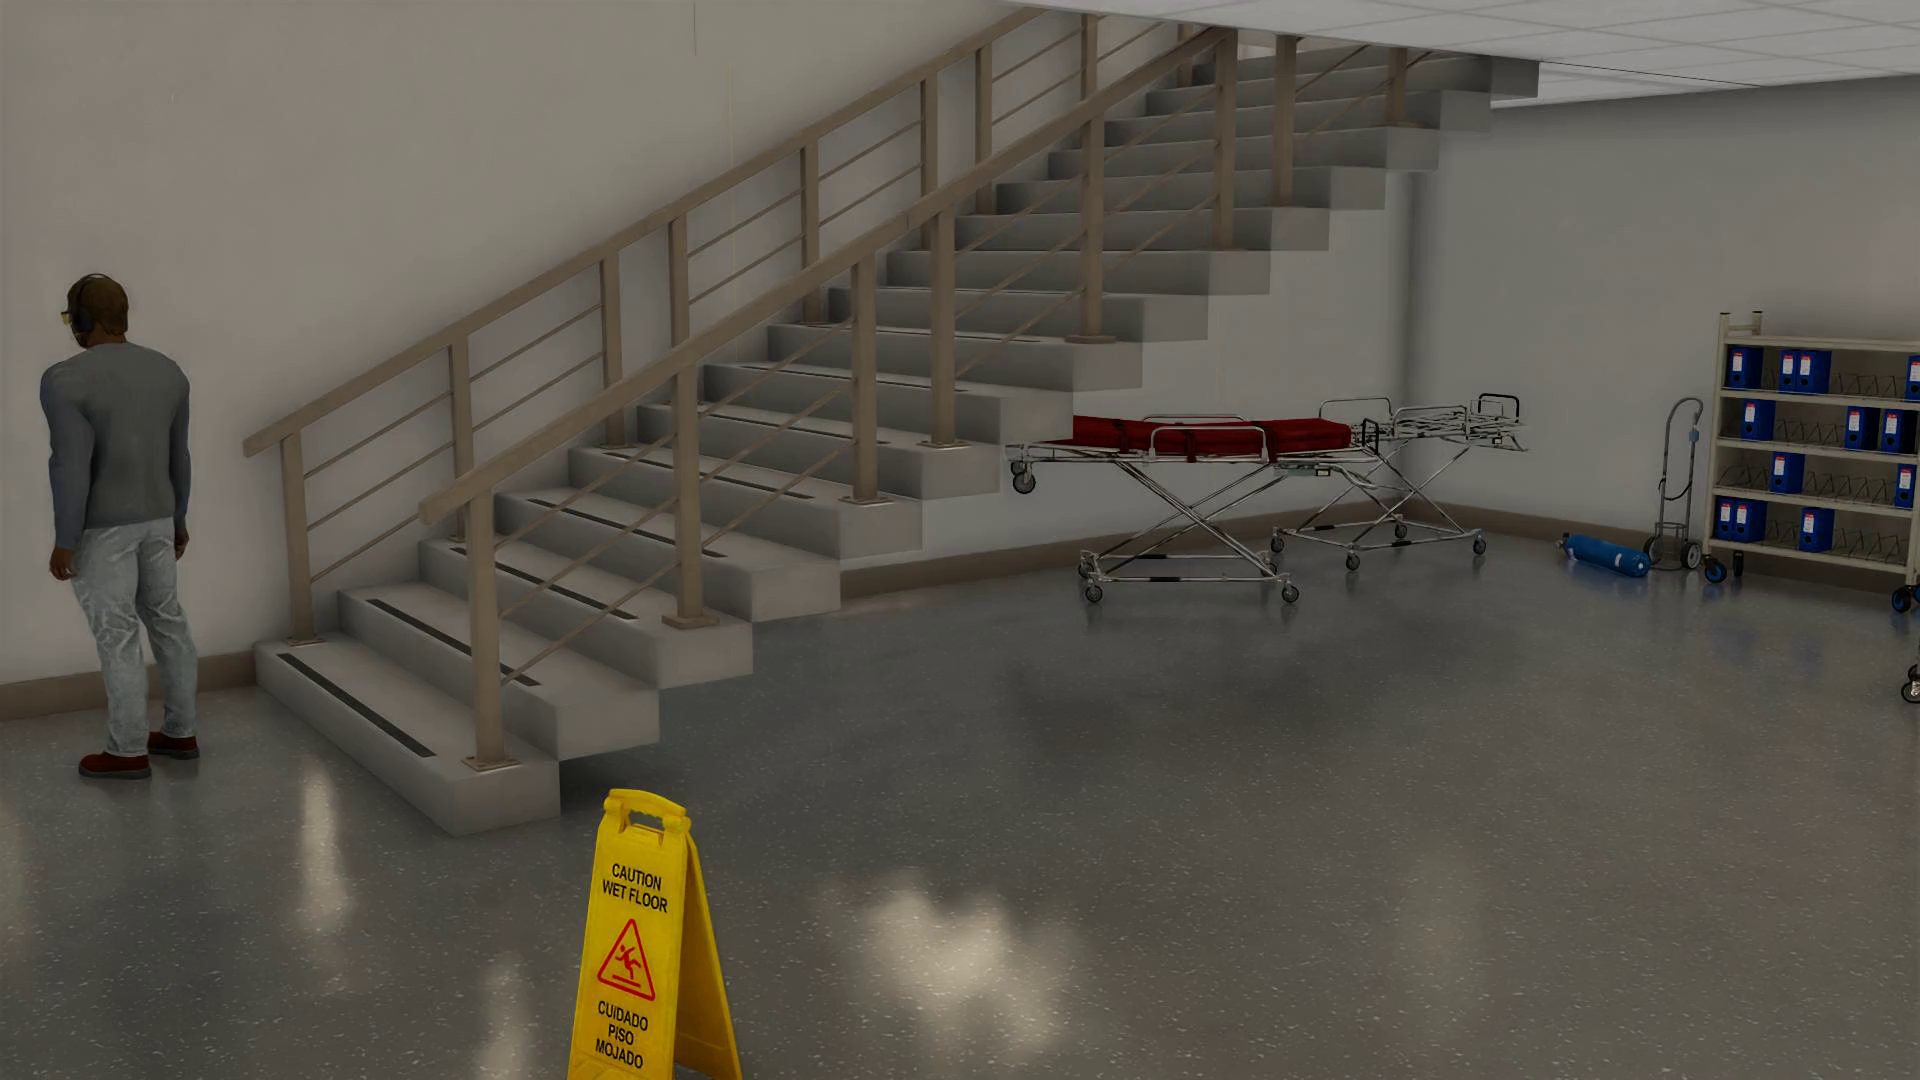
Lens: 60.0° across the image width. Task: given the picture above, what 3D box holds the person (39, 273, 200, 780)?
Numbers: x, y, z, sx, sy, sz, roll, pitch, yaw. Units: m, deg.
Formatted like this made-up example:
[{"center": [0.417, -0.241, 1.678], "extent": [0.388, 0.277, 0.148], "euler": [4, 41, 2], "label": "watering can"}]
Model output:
[{"center": [-3.230, -0.048, 6.414], "extent": [0.356, 1.937, 0.638], "euler": [4, 10, 20], "label": "person"}]
